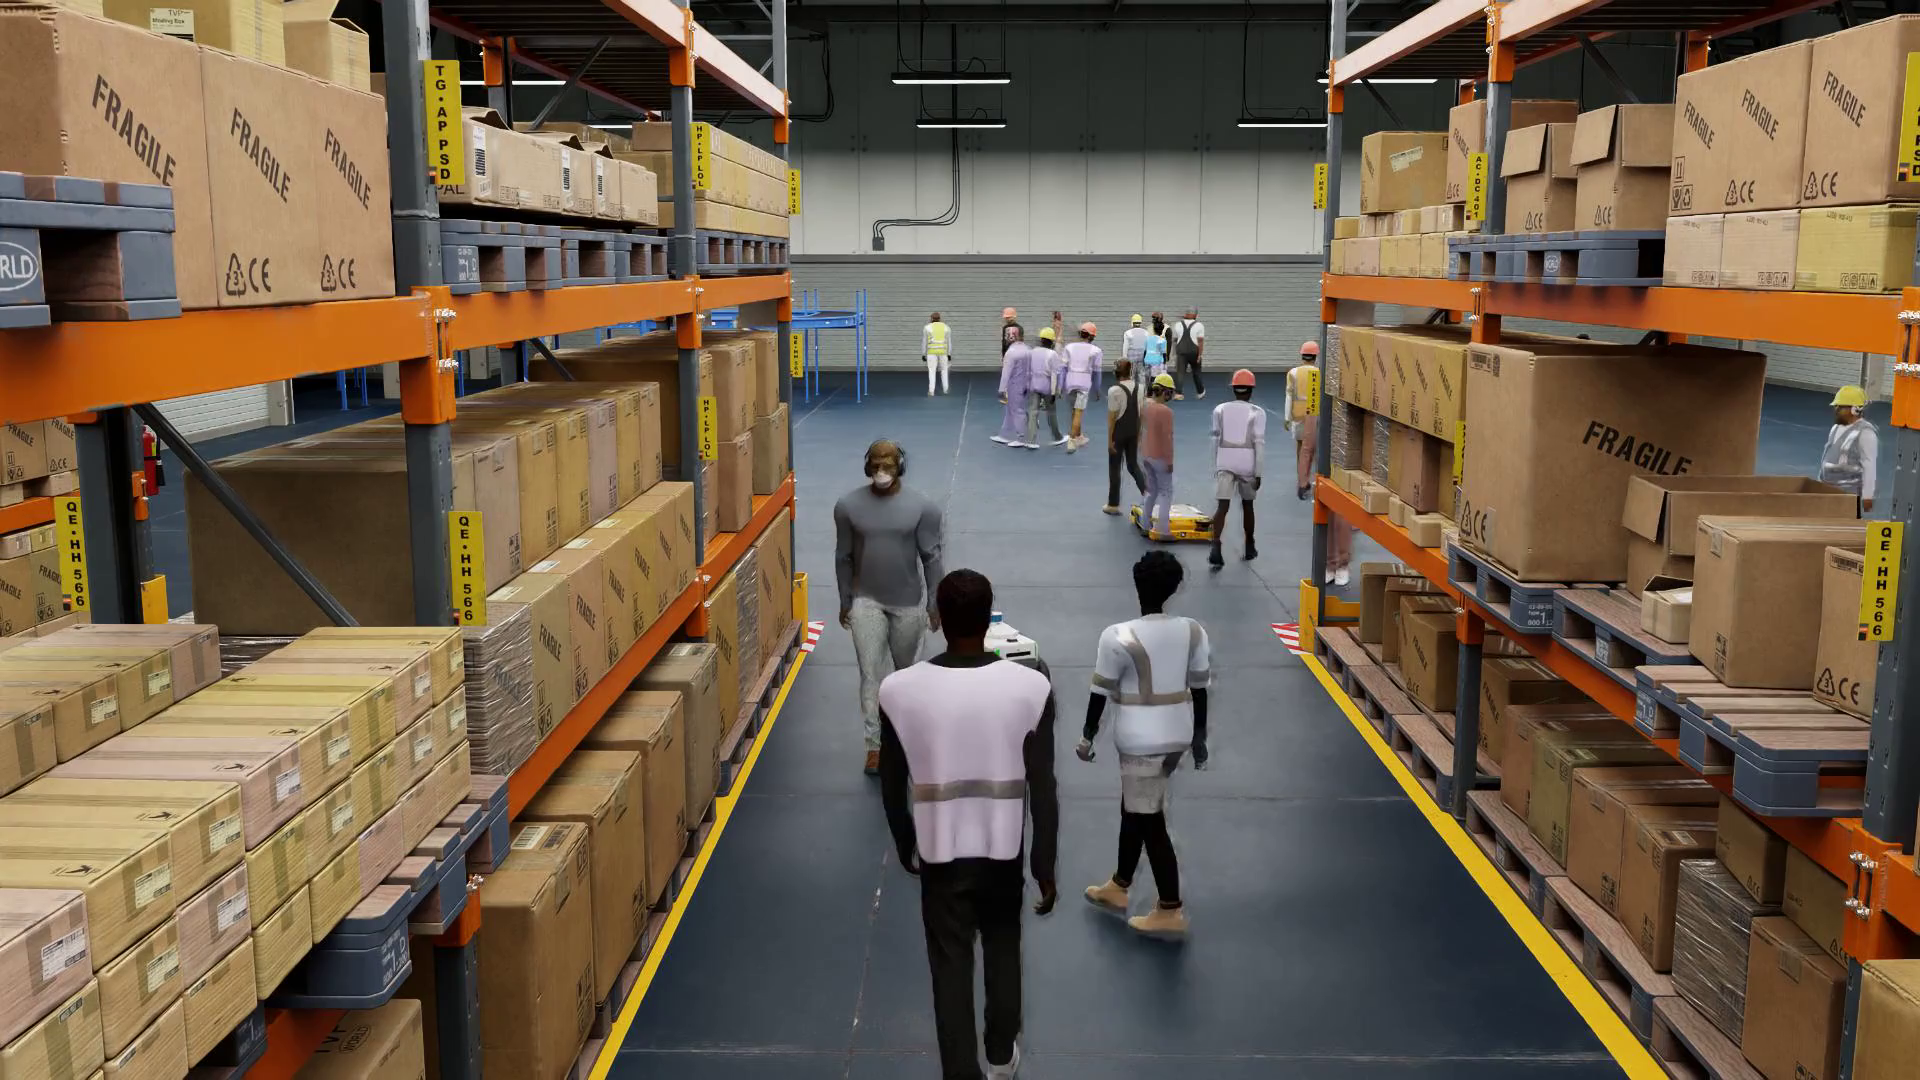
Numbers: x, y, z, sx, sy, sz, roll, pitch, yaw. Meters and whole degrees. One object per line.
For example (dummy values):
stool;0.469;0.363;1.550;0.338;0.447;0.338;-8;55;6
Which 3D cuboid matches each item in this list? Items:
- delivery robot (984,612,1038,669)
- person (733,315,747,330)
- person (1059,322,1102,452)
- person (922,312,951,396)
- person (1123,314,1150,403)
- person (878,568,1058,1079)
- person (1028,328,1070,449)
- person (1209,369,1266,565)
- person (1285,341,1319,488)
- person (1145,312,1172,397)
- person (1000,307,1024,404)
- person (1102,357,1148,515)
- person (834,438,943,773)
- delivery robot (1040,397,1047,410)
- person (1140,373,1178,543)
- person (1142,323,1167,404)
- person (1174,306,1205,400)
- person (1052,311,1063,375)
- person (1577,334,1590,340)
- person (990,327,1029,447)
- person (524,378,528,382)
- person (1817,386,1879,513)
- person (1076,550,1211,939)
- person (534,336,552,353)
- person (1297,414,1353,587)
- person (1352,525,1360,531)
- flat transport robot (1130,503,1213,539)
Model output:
delivery robot;0.234;0.730;11.263;0.477;0.478;0.707;-4;11;-25
person;-4.106;-3.353;31.783;0.742;1.923;0.638;-2;10;-12
person;1.888;-2.367;25.727;0.618;1.965;1.007;4;10;23
person;-0.525;-4.093;36.541;0.657;1.820;0.433;-3;10;-17
person;3.654;-3.769;34.540;0.600;1.831;0.404;-2;10;-13
person;0.018;1.036;5.652;0.587;1.874;0.903;-1;10;-5
person;1.352;-2.369;26.021;0.597;1.876;0.944;7;12;36
person;2.655;-0.703;16.074;0.541;1.889;0.981;4;10;24
person;4.521;-1.636;21.637;0.568;1.887;1.002;3;10;18
person;4.272;-4.015;36.004;0.624;1.841;0.430;7;12;37
person;1.063;-3.797;34.266;0.416;1.985;0.617;-7;12;-36
person;1.922;-1.187;19.082;0.525;1.828;0.717;-6;11;-30
person;-0.413;0.332;9.779;0.638;1.908;0.957;1;9;3
delivery robot;1.461;-2.437;29.456;0.335;0.223;0.698;-2;10;-9
person;2.089;-0.855;17.320;0.366;1.751;0.550;-4;10;-22
person;4.026;-3.622;34.147;0.583;1.657;0.551;-8;13;-41
person;4.887;-3.990;35.372;0.694;2.000;1.035;5;11;27
person;2.523;-5.107;43.127;0.315;1.641;0.515;4;10;22
person;10.561;-2.659;28.300;0.542;1.695;0.316;1;10;8
person;0.736;-2.413;26.247;0.766;1.881;0.678;4;10;22
person;-3.769;-0.461;14.393;0.408;1.942;0.615;0;9;0
person;7.763;-0.465;14.821;0.796;1.802;0.614;1;9;3
person;0.783;0.875;7.229;0.518;1.662;0.602;-9;13;-44
person;-10.976;-5.216;43.825;0.517;1.630;0.275;-9;13;-43
person;3.339;-0.517;14.904;0.672;1.885;0.609;6;11;30
person;4.167;-0.929;18.114;0.311;1.639;0.512;-4;10;-24
flat transport robot;2.283;-0.217;18.060;0.652;0.197;1.431;-1;9;-4
